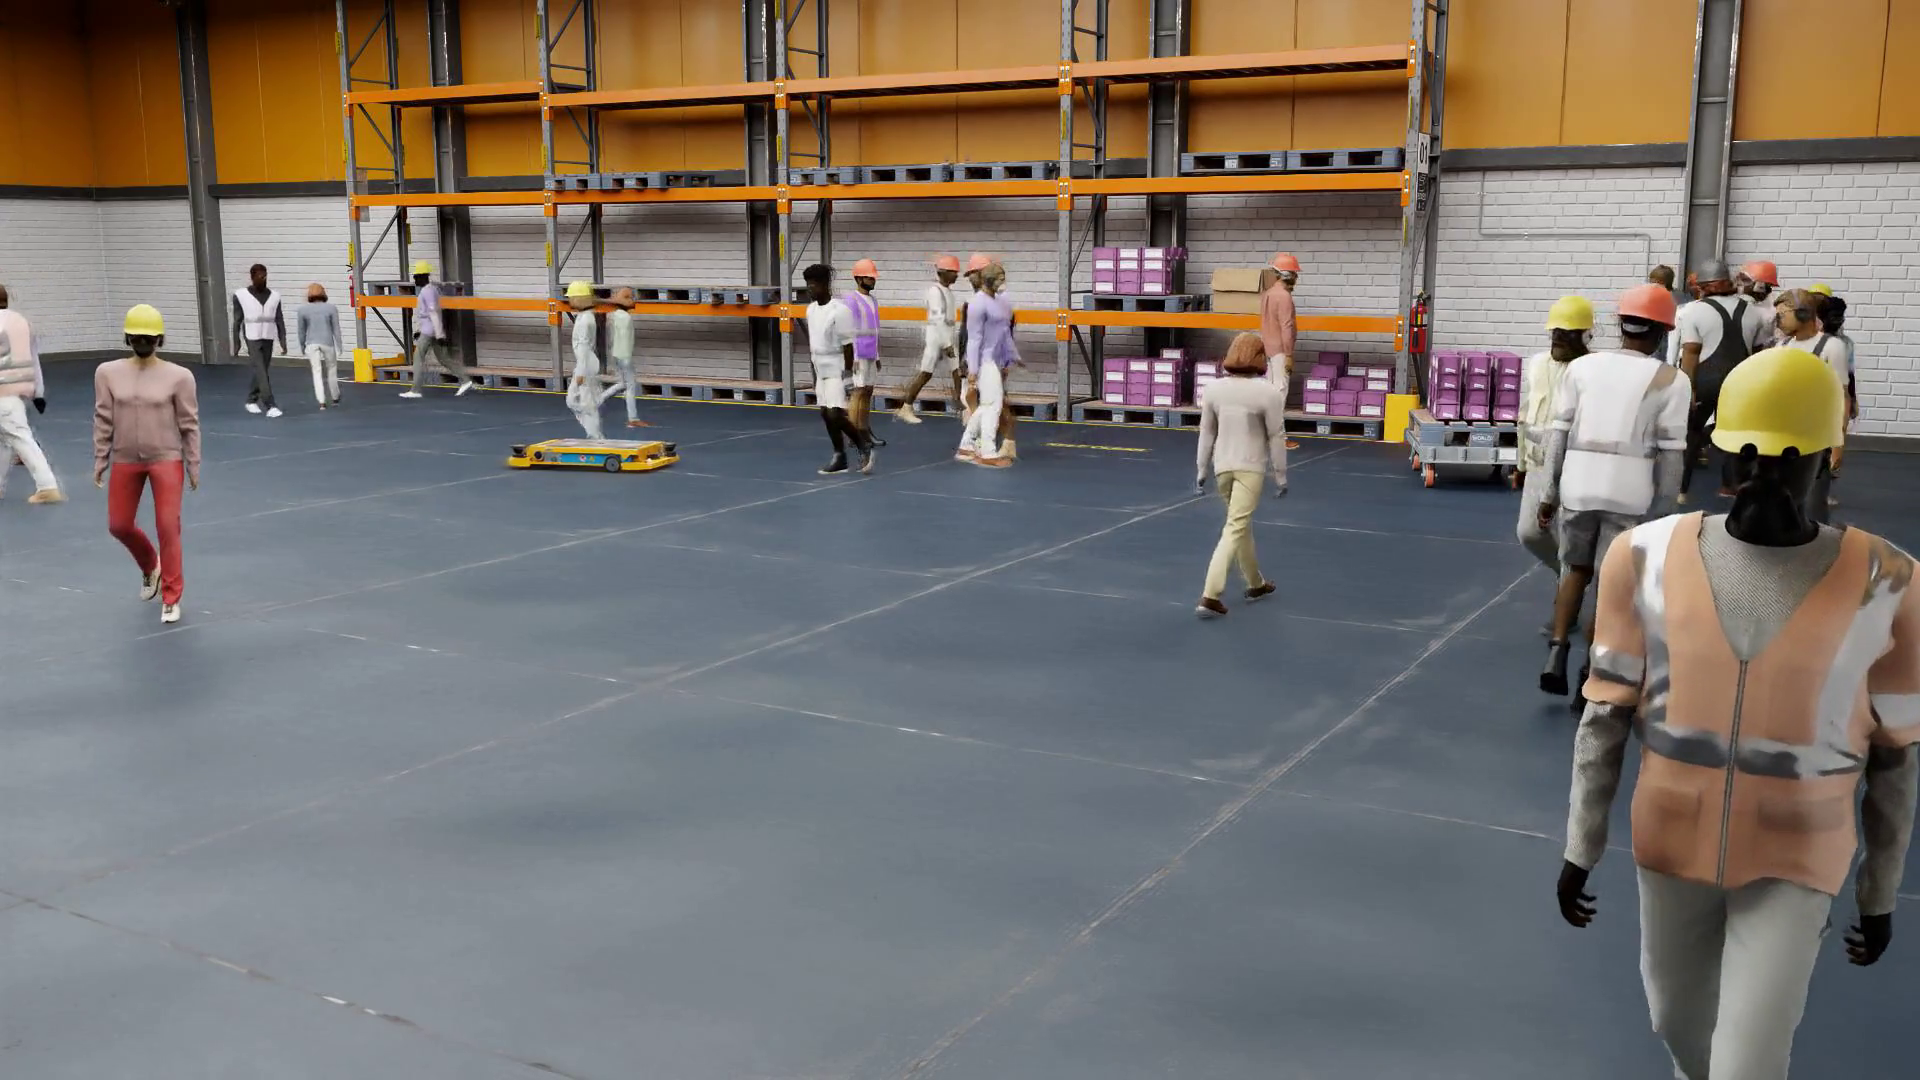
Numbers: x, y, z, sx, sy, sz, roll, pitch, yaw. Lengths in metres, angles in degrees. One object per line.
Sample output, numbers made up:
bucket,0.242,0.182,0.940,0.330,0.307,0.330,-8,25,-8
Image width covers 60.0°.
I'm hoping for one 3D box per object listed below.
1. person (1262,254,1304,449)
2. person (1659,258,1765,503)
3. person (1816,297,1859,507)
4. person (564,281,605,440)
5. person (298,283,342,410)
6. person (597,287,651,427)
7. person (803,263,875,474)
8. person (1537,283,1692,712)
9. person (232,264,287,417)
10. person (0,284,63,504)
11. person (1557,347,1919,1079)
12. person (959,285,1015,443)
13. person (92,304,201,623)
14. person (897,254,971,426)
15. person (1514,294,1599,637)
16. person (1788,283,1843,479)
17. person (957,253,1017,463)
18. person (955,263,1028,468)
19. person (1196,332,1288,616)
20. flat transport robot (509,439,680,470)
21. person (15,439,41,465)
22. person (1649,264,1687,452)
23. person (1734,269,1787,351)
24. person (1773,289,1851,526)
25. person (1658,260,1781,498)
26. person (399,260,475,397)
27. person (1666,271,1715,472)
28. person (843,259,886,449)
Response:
person,3.267,-1.918,17.035,0.486,1.988,0.637,-1,10,-7
person,6.000,-1.257,13.112,0.694,2.000,0.896,-1,10,-6
person,6.822,-1.076,13.139,0.618,1.675,0.362,-4,11,-21
person,-3.709,-1.674,16.333,0.374,1.727,0.510,-2,10,-12
person,-8.184,-2.481,21.303,0.519,1.583,0.845,-3,10,-16
person,-3.903,-2.082,18.987,0.623,1.614,0.506,-4,11,-21
person,-1.129,-1.524,14.990,0.657,1.921,0.661,-7,12,-36
person,2.918,-0.182,7.398,0.576,1.904,0.519,8,13,38
person,-8.605,-2.454,20.430,1.018,1.864,0.597,8,13,38
person,-7.670,-1.171,13.364,0.957,1.797,0.626,1,10,3
person,1.521,0.564,3.236,0.596,1.897,0.927,7,12,35
person,0.287,-1.756,16.591,0.664,1.816,0.563,-8,13,-37
person,-4.517,-0.438,9.273,0.569,1.752,0.585,-2,10,-10
person,-0.241,-2.292,19.169,1.080,1.993,0.604,5,11,25
person,3.253,-0.399,8.881,0.560,1.815,0.627,-7,12,-36
person,7.579,-1.395,14.751,0.623,1.734,0.530,-7,12,-35
person,0.210,-1.734,15.924,0.796,1.997,0.618,-2,10,-10
person,0.250,-1.640,15.653,0.677,1.912,0.640,3,10,15
person,1.596,-0.383,9.441,0.513,1.585,0.881,9,13,42
flat transport robot,-3.423,-0.808,15.581,1.431,0.197,0.652,2,10,12
person,-9.031,-1.563,15.365,0.644,1.870,0.948,8,13,37
person,6.984,-1.759,16.375,0.711,1.900,0.779,-9,14,-43
person,7.253,-1.562,15.334,0.675,1.872,0.507,8,13,39
person,5.038,-0.574,9.906,0.388,1.817,0.618,-4,11,-22
person,6.250,-1.305,13.630,0.755,1.960,0.669,1,10,8
person,-7.209,-2.895,22.862,0.957,1.888,0.591,-2,10,-12
person,6.733,-1.517,15.136,0.585,1.852,0.548,5,11,27
person,-0.967,-1.904,17.070,0.362,1.938,0.545,4,11,24
